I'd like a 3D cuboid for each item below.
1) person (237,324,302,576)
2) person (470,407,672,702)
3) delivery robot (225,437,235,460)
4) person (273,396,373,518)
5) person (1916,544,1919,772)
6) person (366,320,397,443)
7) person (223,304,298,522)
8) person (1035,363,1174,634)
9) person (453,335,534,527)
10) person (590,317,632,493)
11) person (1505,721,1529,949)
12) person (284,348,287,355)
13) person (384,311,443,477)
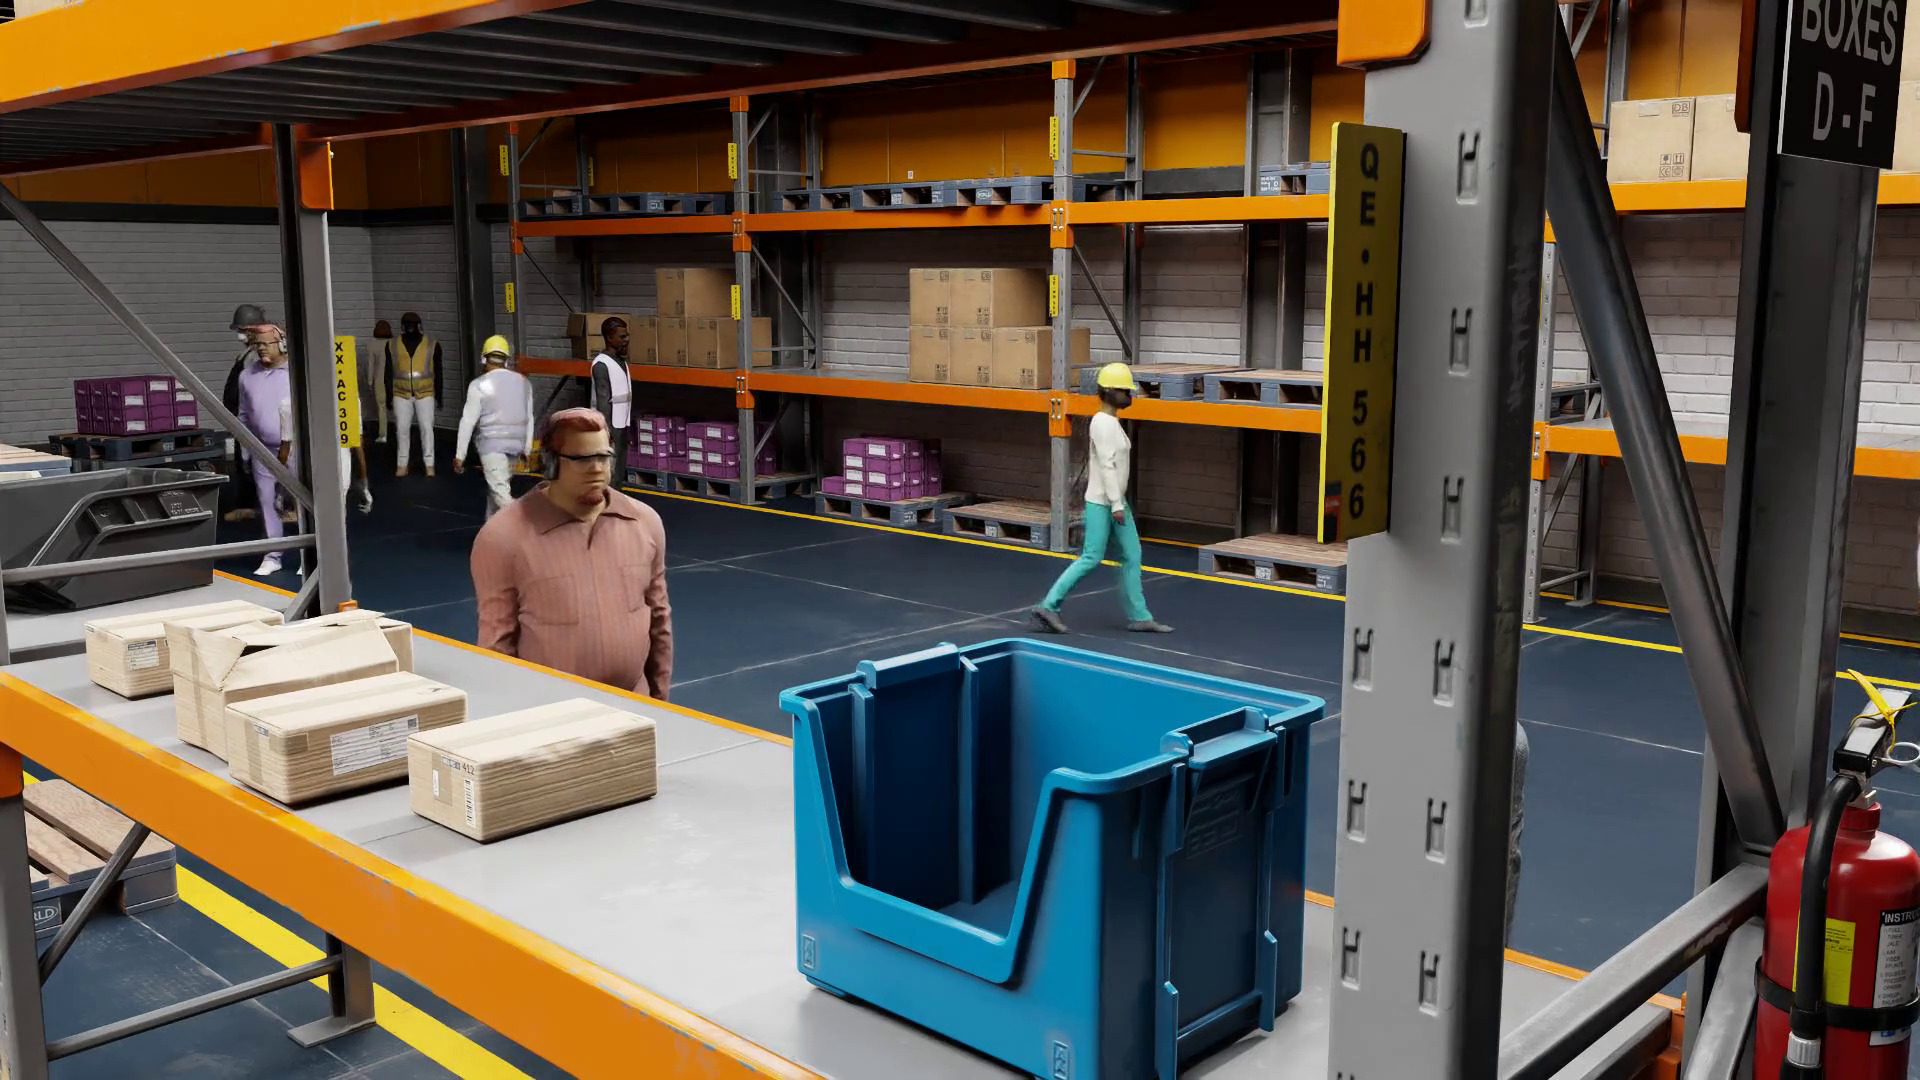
[{"bbox_3d":[-5.141,-0.671,12.558,0.646,1.904,0.401,1,9,4],"label":"person"},{"bbox_3d":[-1.175,0.534,5.188,0.636,1.899,0.396,-7,12,-38],"label":"person"},{"bbox_3d":[-7.830,-1.037,18.609,0.707,0.478,0.477,2,10,9],"label":"delivery robot"},{"bbox_3d":[-4.123,-0.335,10.647,0.741,1.844,0.565,9,13,44],"label":"person"},{"bbox_3d":[4.621,0.208,7.434,0.604,1.825,0.404,5,11,30],"label":"person"},{"bbox_3d":[-7.669,-2.114,22.220,0.508,1.632,0.265,-7,12,-38],"label":"person"},{"bbox_3d":[-6.342,-1.144,15.025,0.634,2.000,0.715,-6,11,-32],"label":"person"},{"bbox_3d":[0.907,-0.253,10.489,0.827,1.735,0.529,3,10,17],"label":"person"},{"bbox_3d":[-3.632,-0.717,13.215,0.756,1.787,0.698,7,12,37],"label":"person"},{"bbox_3d":[-2.912,-0.903,13.923,0.374,1.917,0.596,1,9,3],"label":"person"},{"bbox_3d":[0.991,0.865,3.644,0.311,1.735,0.484,-4,10,-25],"label":"person"},{"bbox_3d":[-5.904,-0.879,14.445,0.535,1.700,0.318,-5,10,-27],"label":"person"},{"bbox_3d":[-6.104,-1.625,18.585,0.628,1.842,0.429,-2,10,-13],"label":"person"}]
